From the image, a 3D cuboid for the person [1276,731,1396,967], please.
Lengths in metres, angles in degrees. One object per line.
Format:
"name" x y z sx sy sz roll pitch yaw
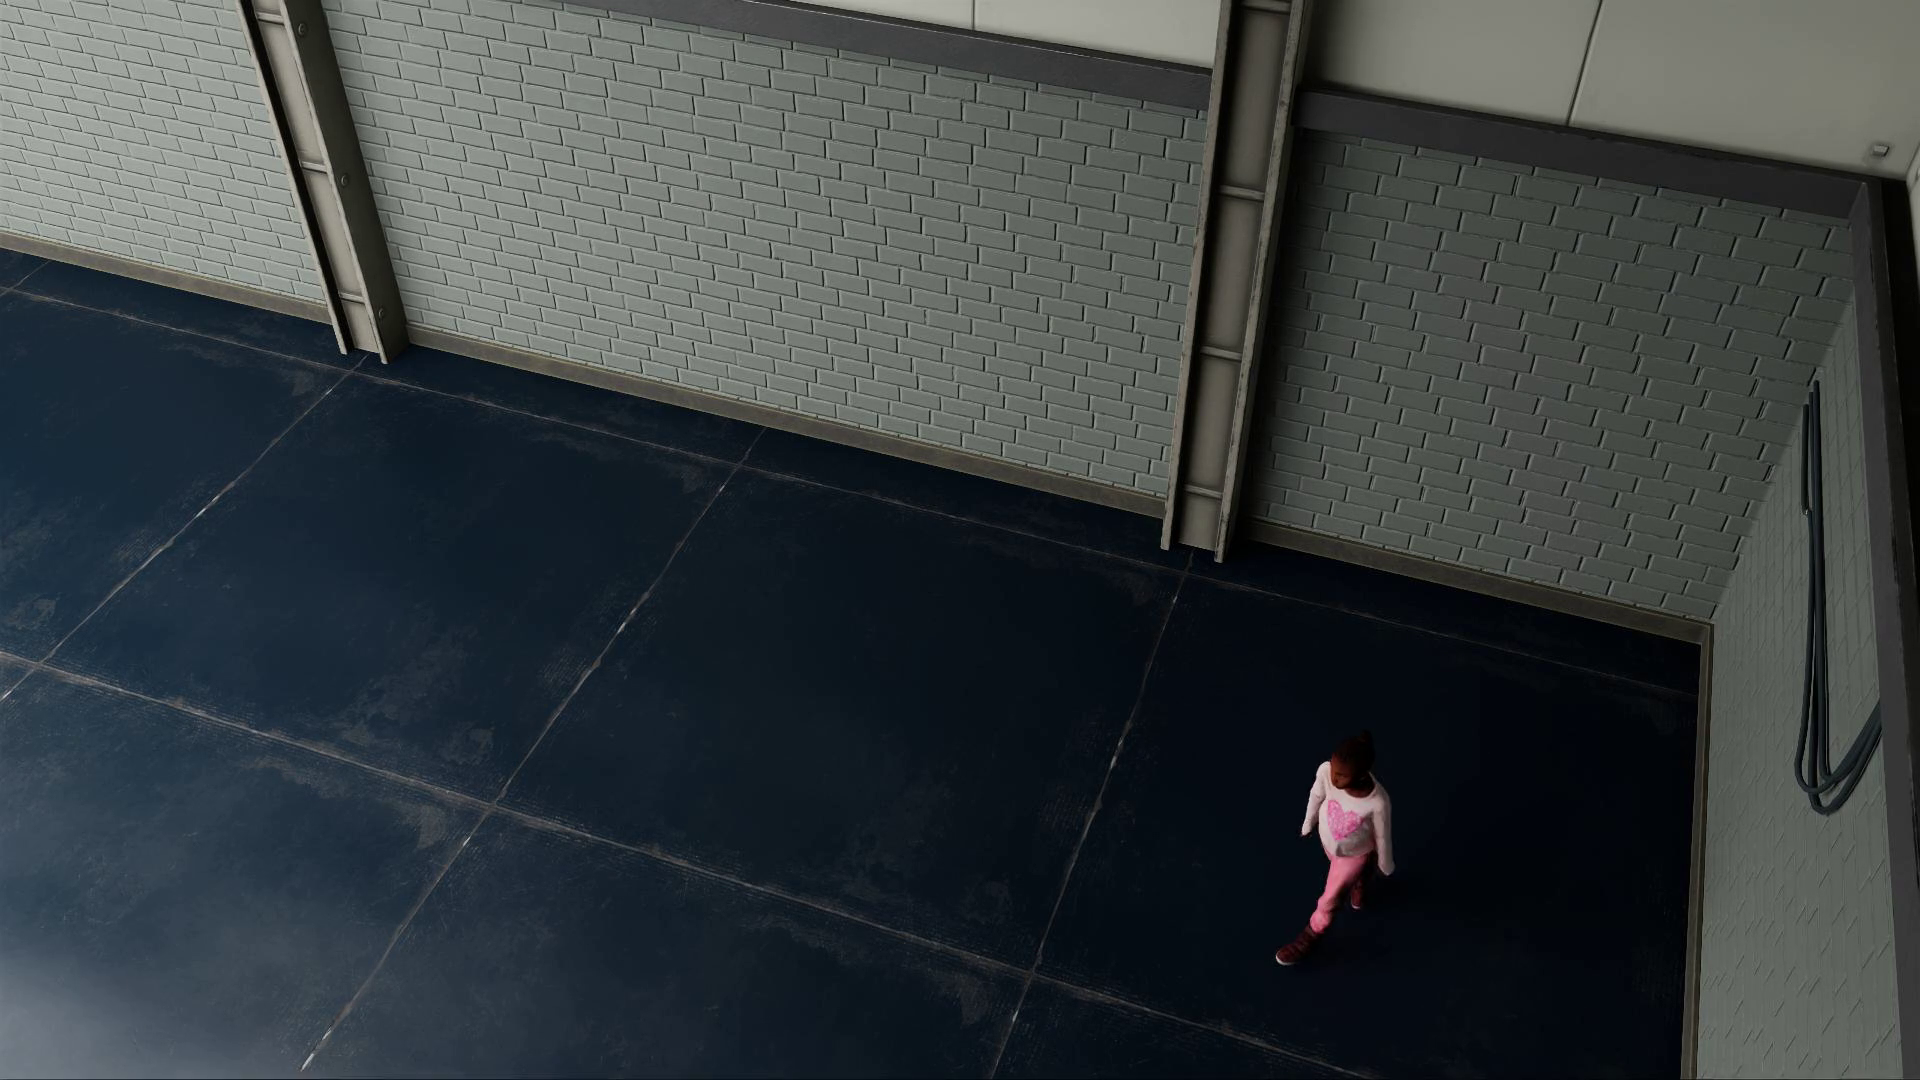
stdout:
"person" 1.860 1.358 7.785 1.029 1.415 0.973 33 52 31
